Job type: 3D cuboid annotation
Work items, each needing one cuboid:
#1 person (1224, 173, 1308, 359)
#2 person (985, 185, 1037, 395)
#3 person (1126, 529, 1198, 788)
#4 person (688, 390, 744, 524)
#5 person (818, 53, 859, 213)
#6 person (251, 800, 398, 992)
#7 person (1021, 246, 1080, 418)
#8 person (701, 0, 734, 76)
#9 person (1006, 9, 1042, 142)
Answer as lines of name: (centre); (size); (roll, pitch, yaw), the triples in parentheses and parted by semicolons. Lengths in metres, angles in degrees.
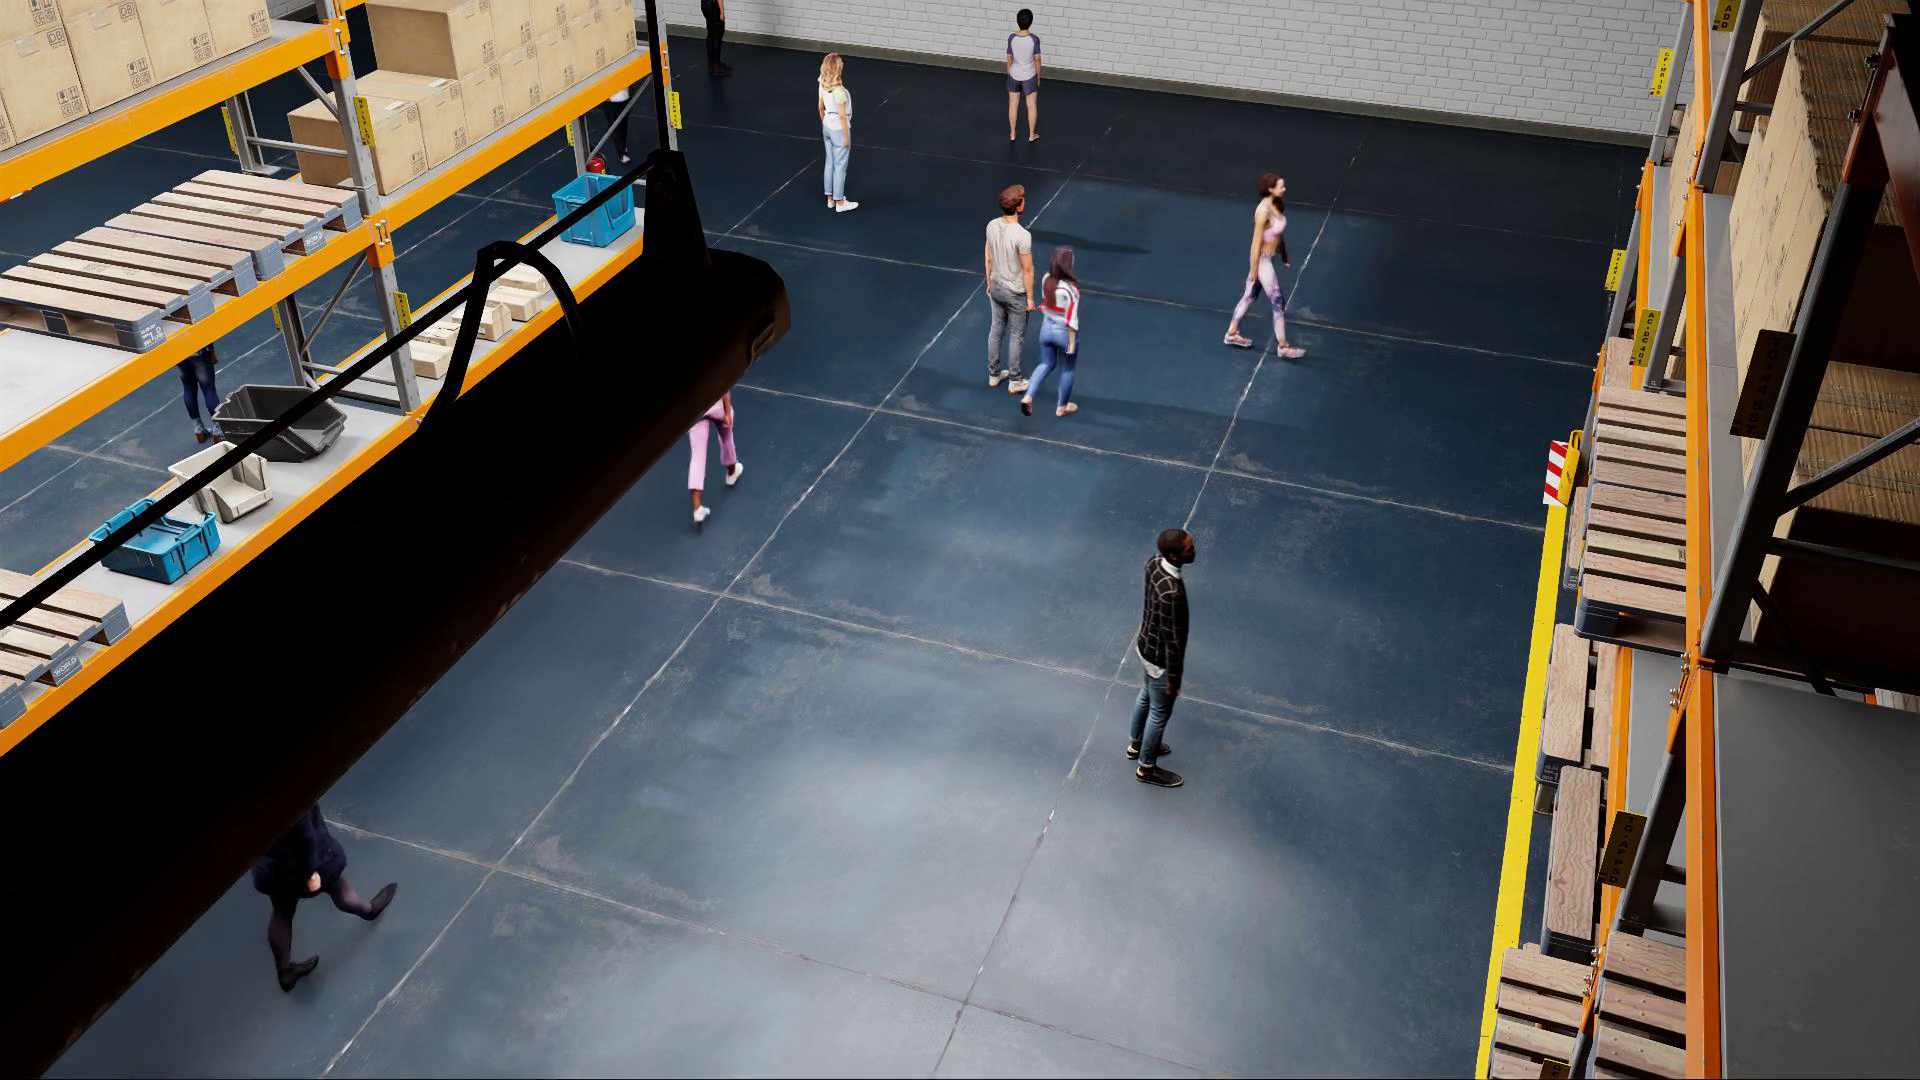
person: (2.670, -2.508, 15.143); (0.657, 1.734, 0.943); (9, 35, 14)
person: (0.429, -2.191, 14.518); (0.740, 1.896, 0.684); (26, 42, 34)
person: (1.231, 0.693, 10.249); (0.804, 1.819, 0.649); (-3, 34, -5)
person: (-1.973, -0.938, 12.815); (0.724, 1.695, 1.213); (6, 34, 10)
person: (-1.347, -4.421, 18.030); (0.727, 1.723, 0.714); (-23, 40, -30)
person: (-3.618, 1.732, 8.858); (0.788, 1.629, 1.084); (18, 38, 25)
person: (0.771, -1.715, 14.077); (0.961, 1.592, 0.799); (-29, 43, -36)
person: (-3.263, -7.026, 21.980); (0.708, 1.688, 0.668); (-21, 39, -28)
person: (0.756, -5.570, 19.901); (0.586, 1.565, 0.547); (8, 34, 11)
